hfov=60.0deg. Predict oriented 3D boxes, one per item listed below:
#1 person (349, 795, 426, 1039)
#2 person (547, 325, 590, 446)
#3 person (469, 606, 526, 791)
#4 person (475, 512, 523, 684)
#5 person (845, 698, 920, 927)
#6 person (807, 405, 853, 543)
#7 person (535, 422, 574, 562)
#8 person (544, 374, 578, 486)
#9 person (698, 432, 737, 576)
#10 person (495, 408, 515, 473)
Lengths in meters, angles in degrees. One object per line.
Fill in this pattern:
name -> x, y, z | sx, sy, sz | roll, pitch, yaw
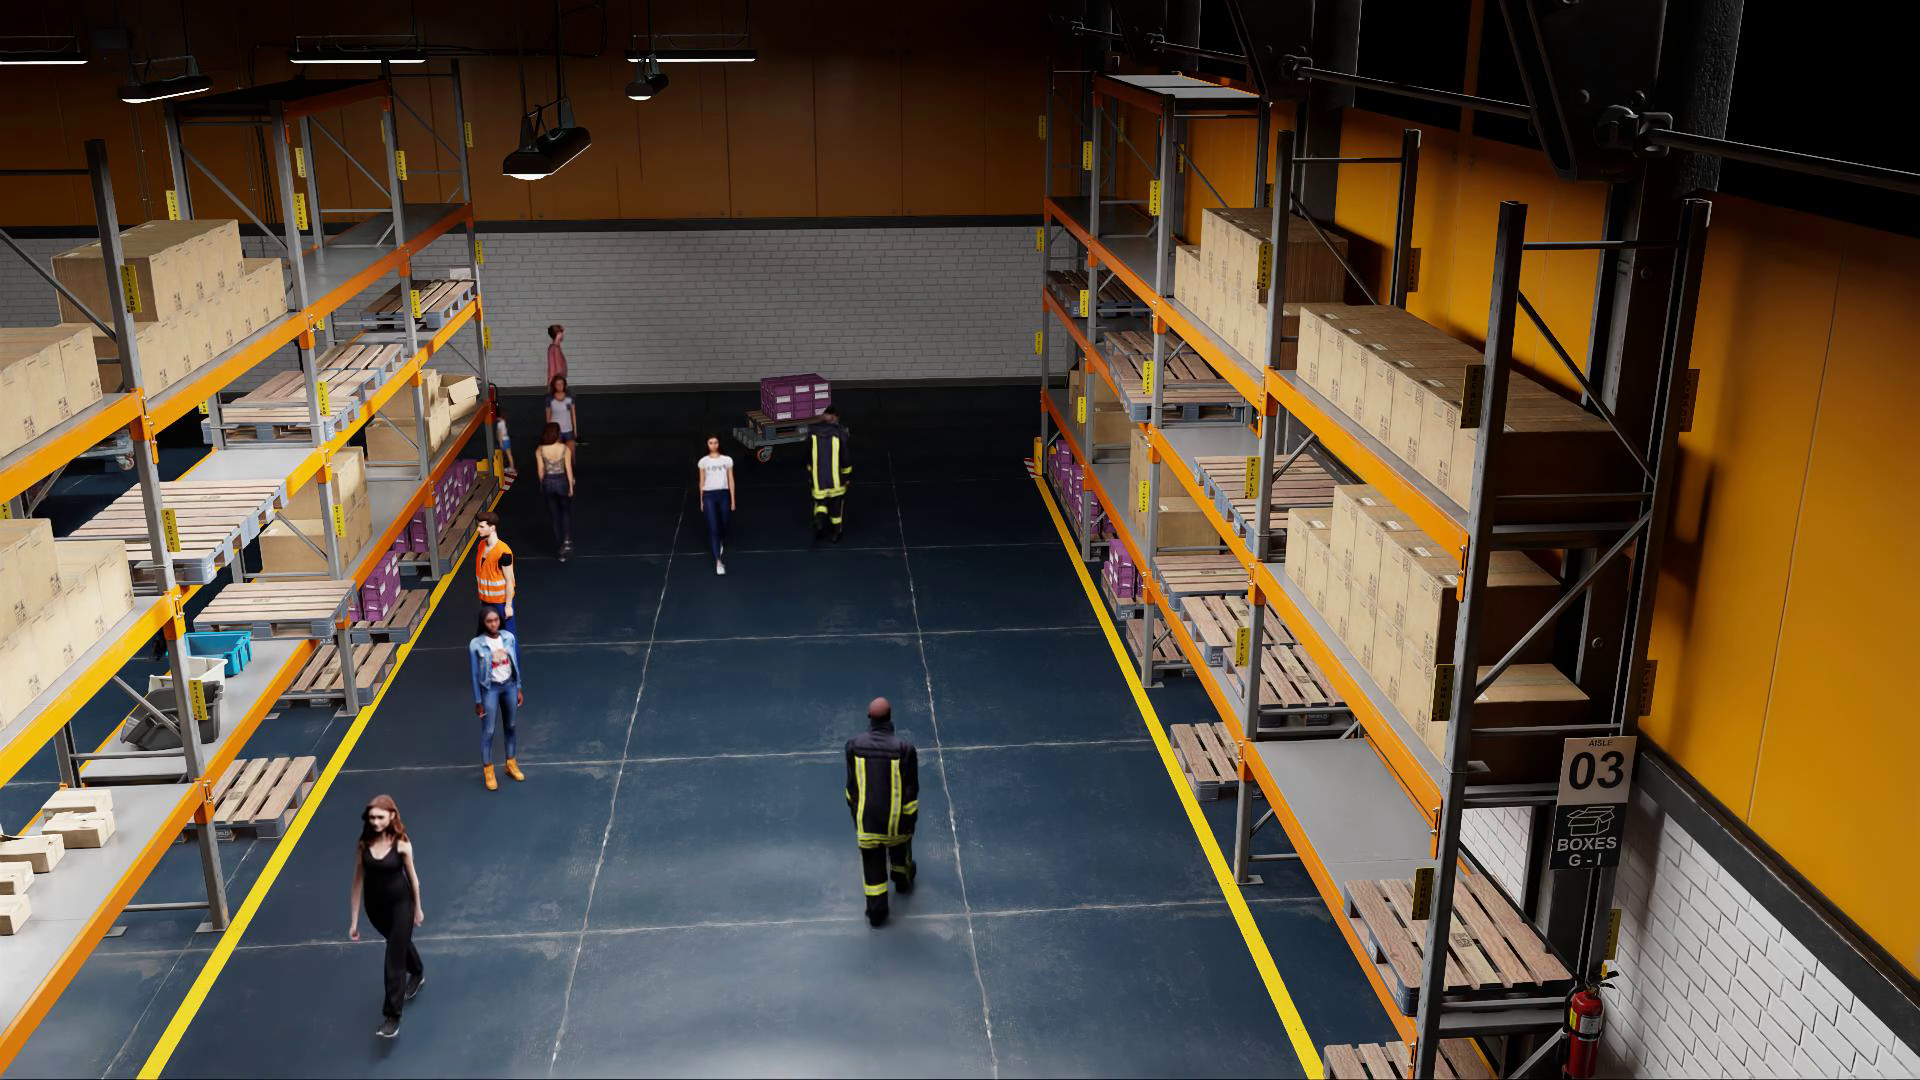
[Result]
person -> -3.975, 2.549, 11.720 | 0.720, 1.691, 1.167 | 2, 19, 5
person -> -6.370, -2.375, 25.955 | 0.920, 1.937, 0.918 | -11, 22, -30
person -> -4.199, 1.403, 15.090 | 0.693, 1.711, 0.717 | -15, 24, -38
person -> -4.779, 0.605, 17.184 | 0.790, 1.887, 0.853 | 16, 24, 38
person -> -0.612, 2.114, 12.850 | 0.937, 1.793, 1.147 | 3, 19, 10
person -> -1.724, -0.836, 21.519 | 0.855, 1.851, 0.905 | 3, 19, 7
person -> -5.091, -0.591, 20.959 | 0.668, 1.745, 0.895 | -4, 19, -13
person -> -5.733, -1.554, 23.866 | 0.675, 1.715, 0.724 | -7, 20, -19
person -> -3.028, -0.489, 20.642 | 0.741, 1.752, 1.121 | -5, 19, -15
person -> -6.757, -1.481, 24.760 | 0.578, 1.005, 0.564 | 3, 19, 9
